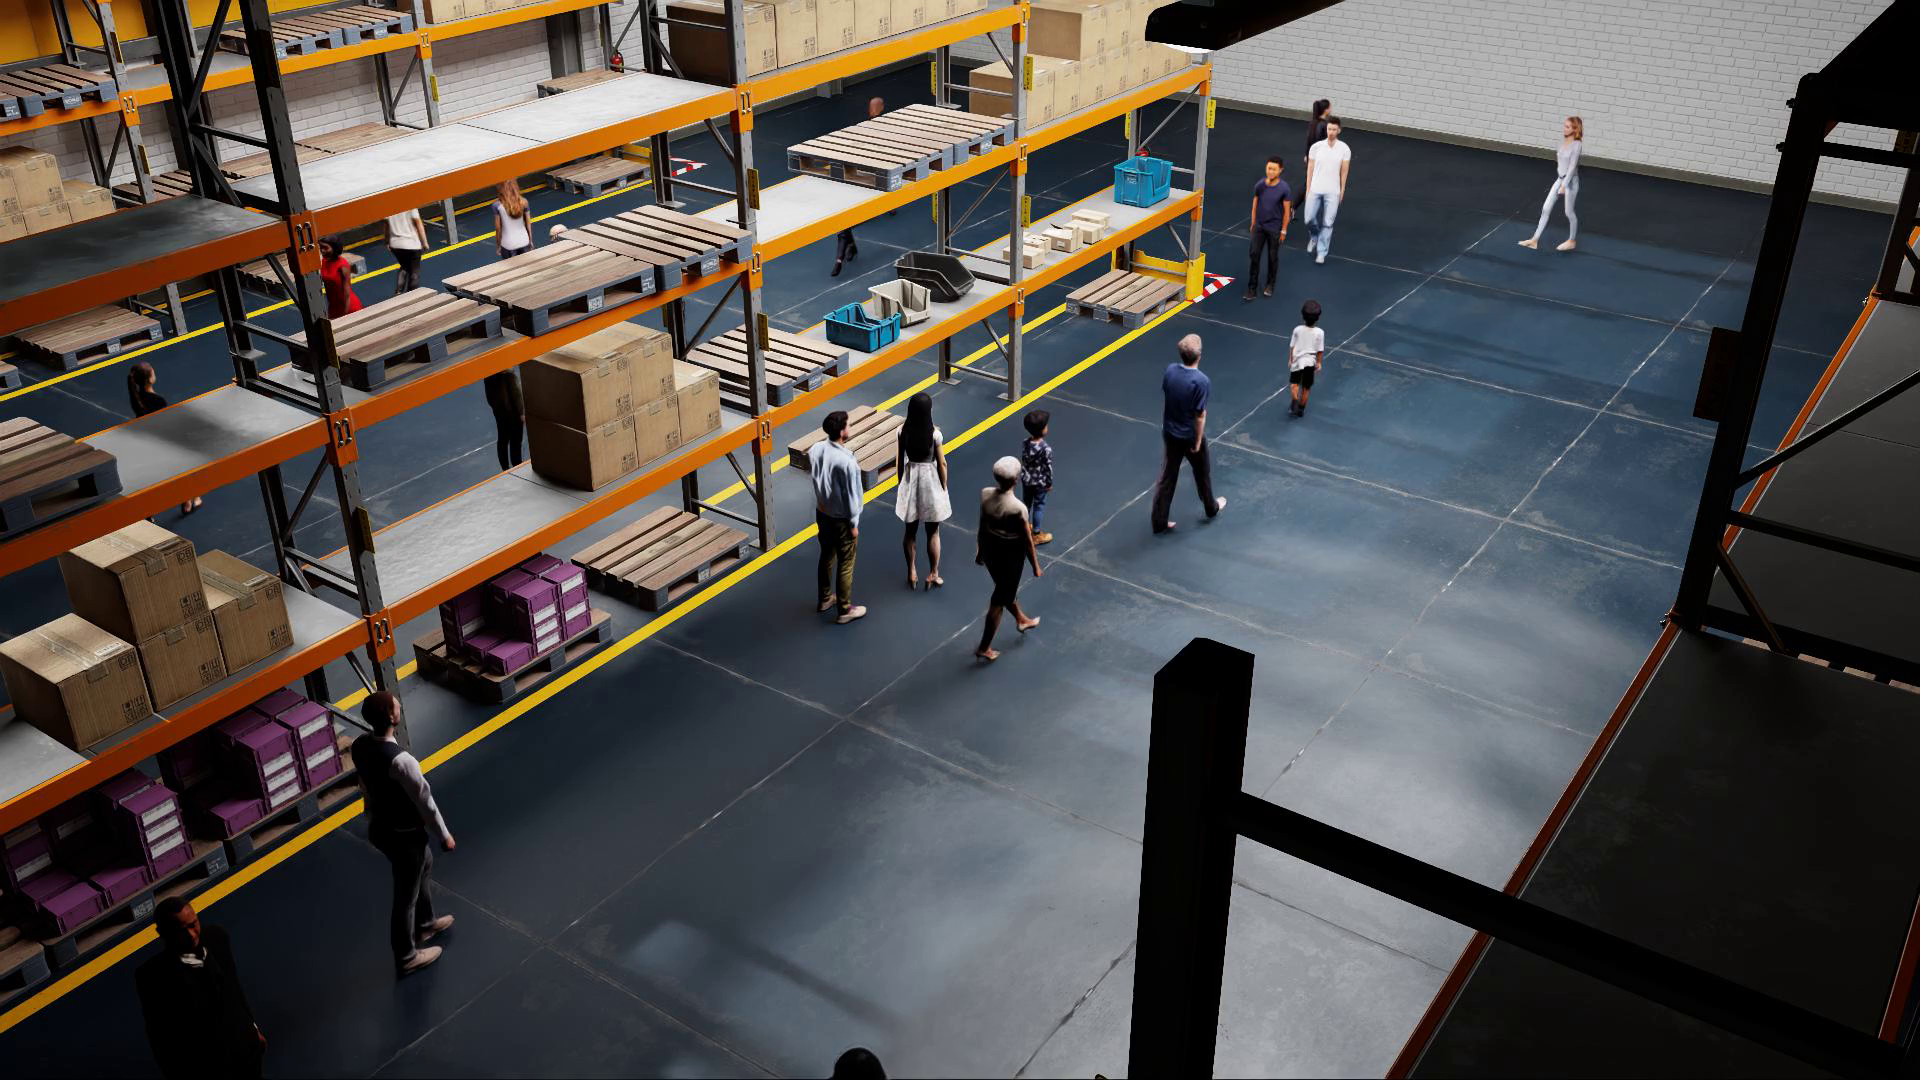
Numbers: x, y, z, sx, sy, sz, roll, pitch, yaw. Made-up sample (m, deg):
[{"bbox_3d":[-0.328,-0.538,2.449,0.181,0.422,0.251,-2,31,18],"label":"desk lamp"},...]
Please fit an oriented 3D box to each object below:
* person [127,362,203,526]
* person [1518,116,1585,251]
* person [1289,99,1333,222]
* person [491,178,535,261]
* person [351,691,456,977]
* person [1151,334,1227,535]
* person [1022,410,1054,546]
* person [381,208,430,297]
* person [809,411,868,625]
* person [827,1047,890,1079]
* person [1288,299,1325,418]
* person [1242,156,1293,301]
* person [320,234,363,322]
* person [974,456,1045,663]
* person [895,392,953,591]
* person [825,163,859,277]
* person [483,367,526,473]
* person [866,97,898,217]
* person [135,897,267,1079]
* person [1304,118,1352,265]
[{"bbox_3d":[-7.251,-0.852,14.947,0.797,1.540,1.018,5,29,9],"label":"person"},{"bbox_3d":[7.946,-4.593,21.573,1.095,1.761,1.029,-6,29,-11],"label":"person"},{"bbox_3d":[4.793,-5.113,22.622,1.143,1.670,0.981,-10,30,-18],"label":"person"},{"bbox_3d":[-5.226,-3.466,19.541,0.602,1.729,0.737,-18,33,-29],"label":"person"},{"bbox_3d":[-3.362,1.767,9.749,0.699,1.920,0.761,24,36,36],"label":"person"},{"bbox_3d":[1.908,-0.887,14.705,0.733,1.833,1.072,23,36,36],"label":"person"},{"bbox_3d":[0.662,-0.561,14.720,0.525,1.246,0.538,-23,36,-36],"label":"person"},{"bbox_3d":[-6.574,-3.473,19.582,0.742,1.702,0.775,6,29,10],"label":"person"},{"bbox_3d":[-1.006,-0.195,13.463,0.644,1.807,0.720,-22,36,-35],"label":"person"},{"bbox_3d":[-0.433,2.983,7.733,0.710,1.715,0.667,12,31,20],"label":"person"},{"bbox_3d":[3.536,-1.831,17.038,0.579,1.257,0.617,3,29,6],"label":"person"},{"bbox_3d":[3.770,-3.797,20.111,0.707,1.765,0.874,15,32,26],"label":"person"},{"bbox_3d":[-6.458,-2.434,17.670,0.727,1.709,1.108,11,30,19],"label":"person"},{"bbox_3d":[0.264,0.203,12.818,1.058,1.726,0.815,-22,36,-35],"label":"person"},{"bbox_3d":[-0.321,-0.407,13.887,0.735,1.774,0.746,8,30,14],"label":"person"},{"bbox_3d":[-1.457,-4.257,21.019,0.720,1.702,1.137,14,32,24],"label":"person"},{"bbox_3d":[-4.285,-1.230,15.707,0.591,1.475,0.523,22,35,34],"label":"person"},{"bbox_3d":[-1.217,-5.160,22.706,1.105,1.673,0.780,-22,35,-34],"label":"person"},{"bbox_3d":[-3.749,2.547,8.334,0.767,1.905,0.579,15,32,25],"label":"person"},{"bbox_3d":[4.688,-4.502,21.310,0.790,1.855,0.880,10,30,18],"label":"person"}]
